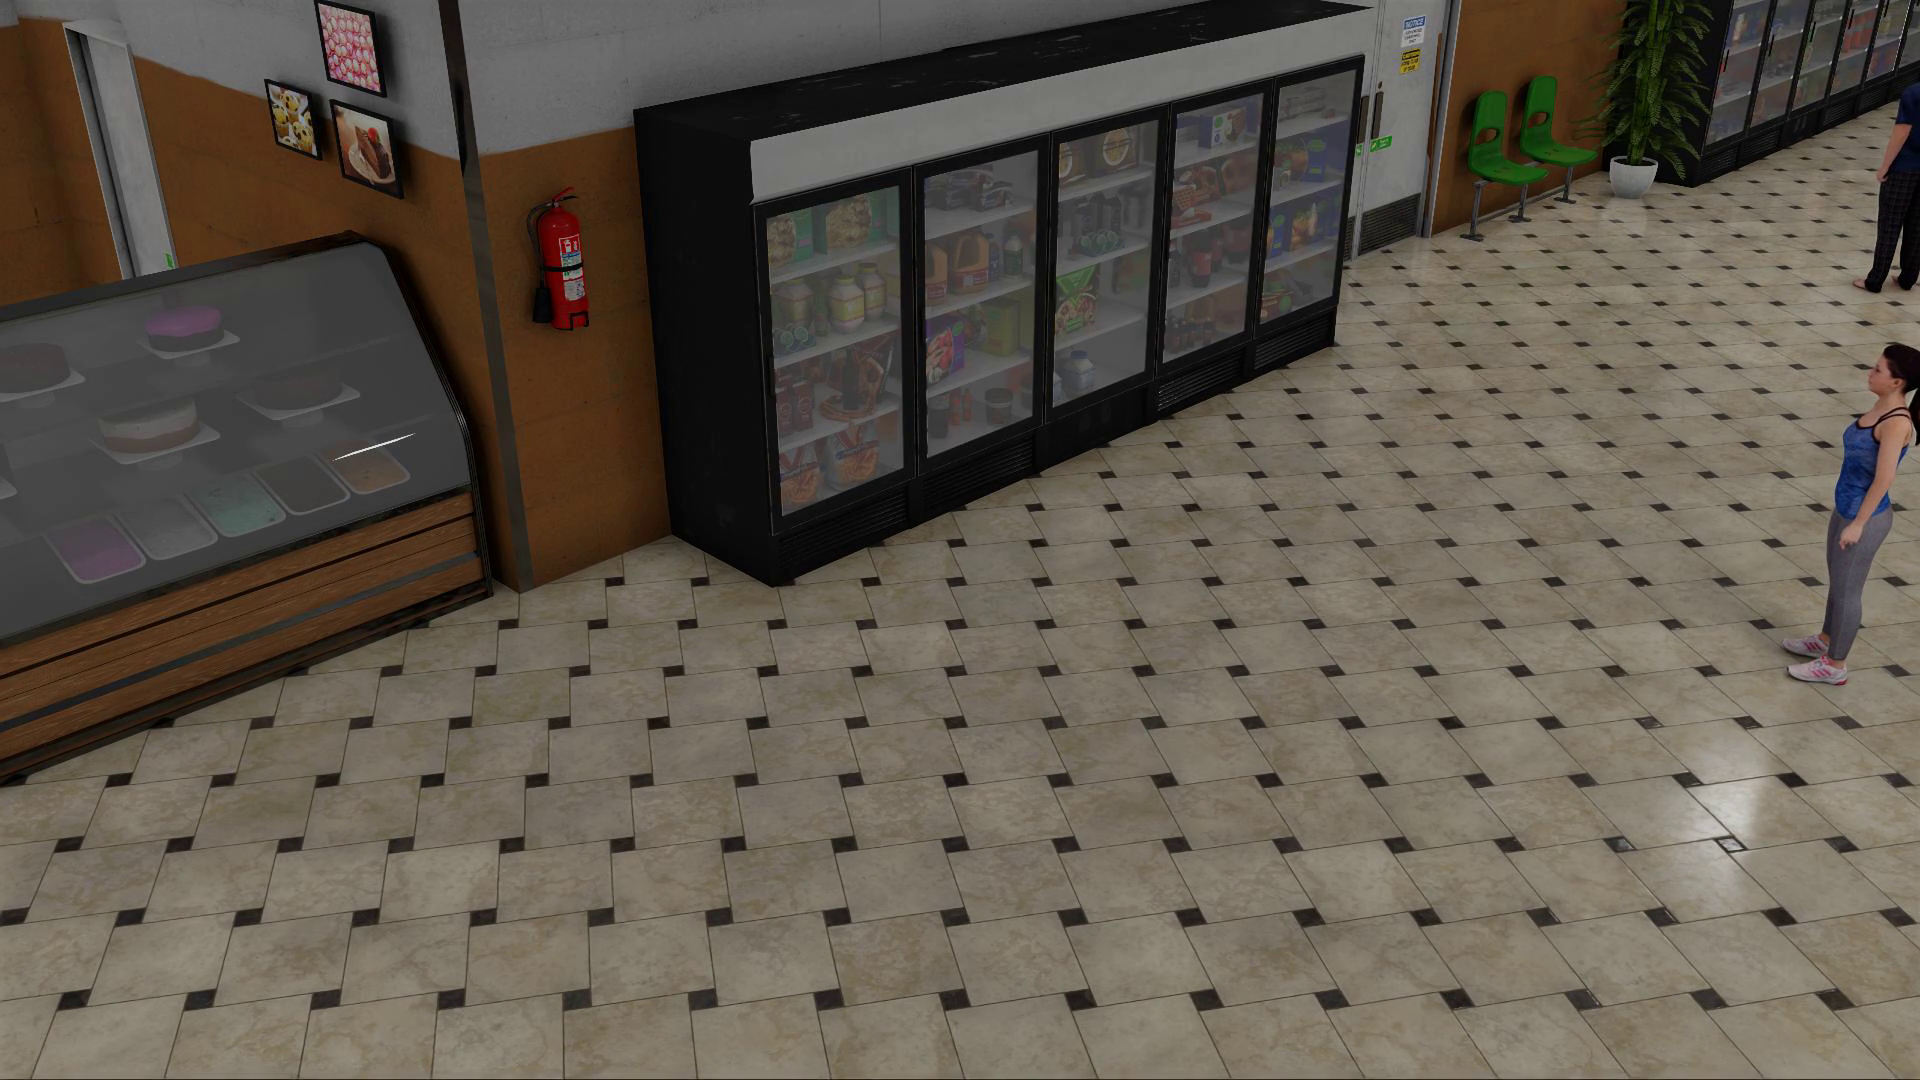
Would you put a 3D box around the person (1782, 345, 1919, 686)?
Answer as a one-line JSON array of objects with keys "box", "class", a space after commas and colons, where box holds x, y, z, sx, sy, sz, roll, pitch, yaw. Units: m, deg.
[{"box": [4.043, -0.113, 7.471, 0.658, 1.610, 0.643, 10, 29, 19], "class": "person"}]

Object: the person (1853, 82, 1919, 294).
[{"box": [7.148, -2.785, 12.453, 0.735, 1.869, 0.763, -3, 27, -6], "class": "person"}]
